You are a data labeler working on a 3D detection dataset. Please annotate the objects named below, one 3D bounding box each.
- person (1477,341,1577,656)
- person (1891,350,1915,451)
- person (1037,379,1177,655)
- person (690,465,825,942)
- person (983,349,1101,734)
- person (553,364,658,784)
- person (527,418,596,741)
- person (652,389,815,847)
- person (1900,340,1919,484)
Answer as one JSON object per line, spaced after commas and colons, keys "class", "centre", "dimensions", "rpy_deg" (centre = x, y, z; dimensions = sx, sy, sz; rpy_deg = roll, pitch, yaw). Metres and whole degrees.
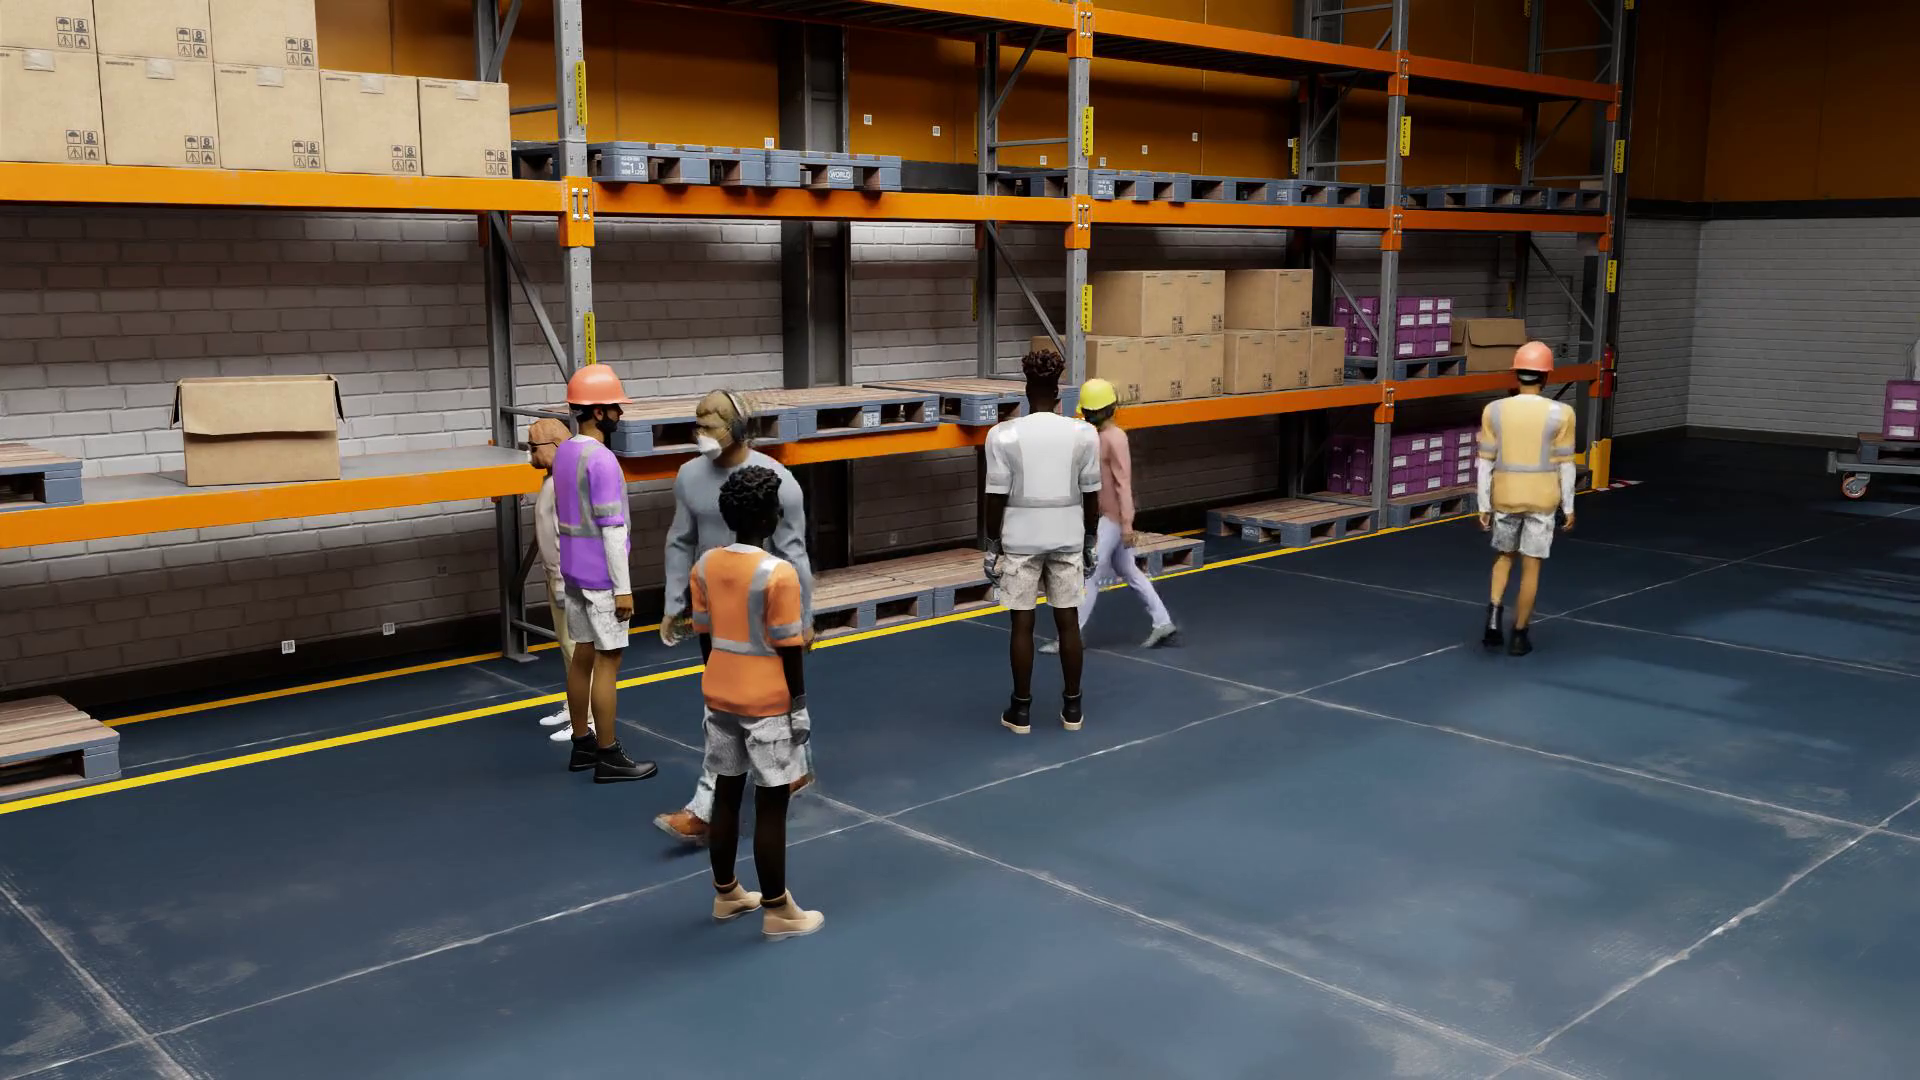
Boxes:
{"class": "person", "centre": [3.445, -0.243, 10.102], "dimensions": [0.556, 1.921, 0.404], "rpy_deg": [7, 12, 34]}
{"class": "person", "centre": [10.868, -1.619, 18.598], "dimensions": [0.604, 1.789, 0.952], "rpy_deg": [-3, 10, -17]}
{"class": "person", "centre": [0.946, -0.139, 10.152], "dimensions": [0.899, 1.704, 0.530], "rpy_deg": [-2, 10, -9]}
{"class": "person", "centre": [-0.733, 0.579, 5.951], "dimensions": [0.530, 1.697, 0.321], "rpy_deg": [8, 13, 41]}
{"class": "person", "centre": [0.417, 0.009, 8.500], "dimensions": [0.612, 1.964, 0.364], "rpy_deg": [-2, 10, -9]}
{"class": "person", "centre": [-1.666, 0.158, 7.719], "dimensions": [0.358, 1.938, 0.545], "rpy_deg": [-7, 12, -37]}
{"class": "person", "centre": [-2.023, 0.193, 8.434], "dimensions": [0.285, 1.626, 0.495], "rpy_deg": [-4, 10, -22]}
{"class": "person", "centre": [-0.965, 0.305, 7.026], "dimensions": [0.623, 1.874, 1.059], "rpy_deg": [8, 12, 38]}
{"class": "person", "centre": [10.383, -1.535, 17.784], "dimensions": [0.583, 1.882, 0.338], "rpy_deg": [-4, 10, -21]}
